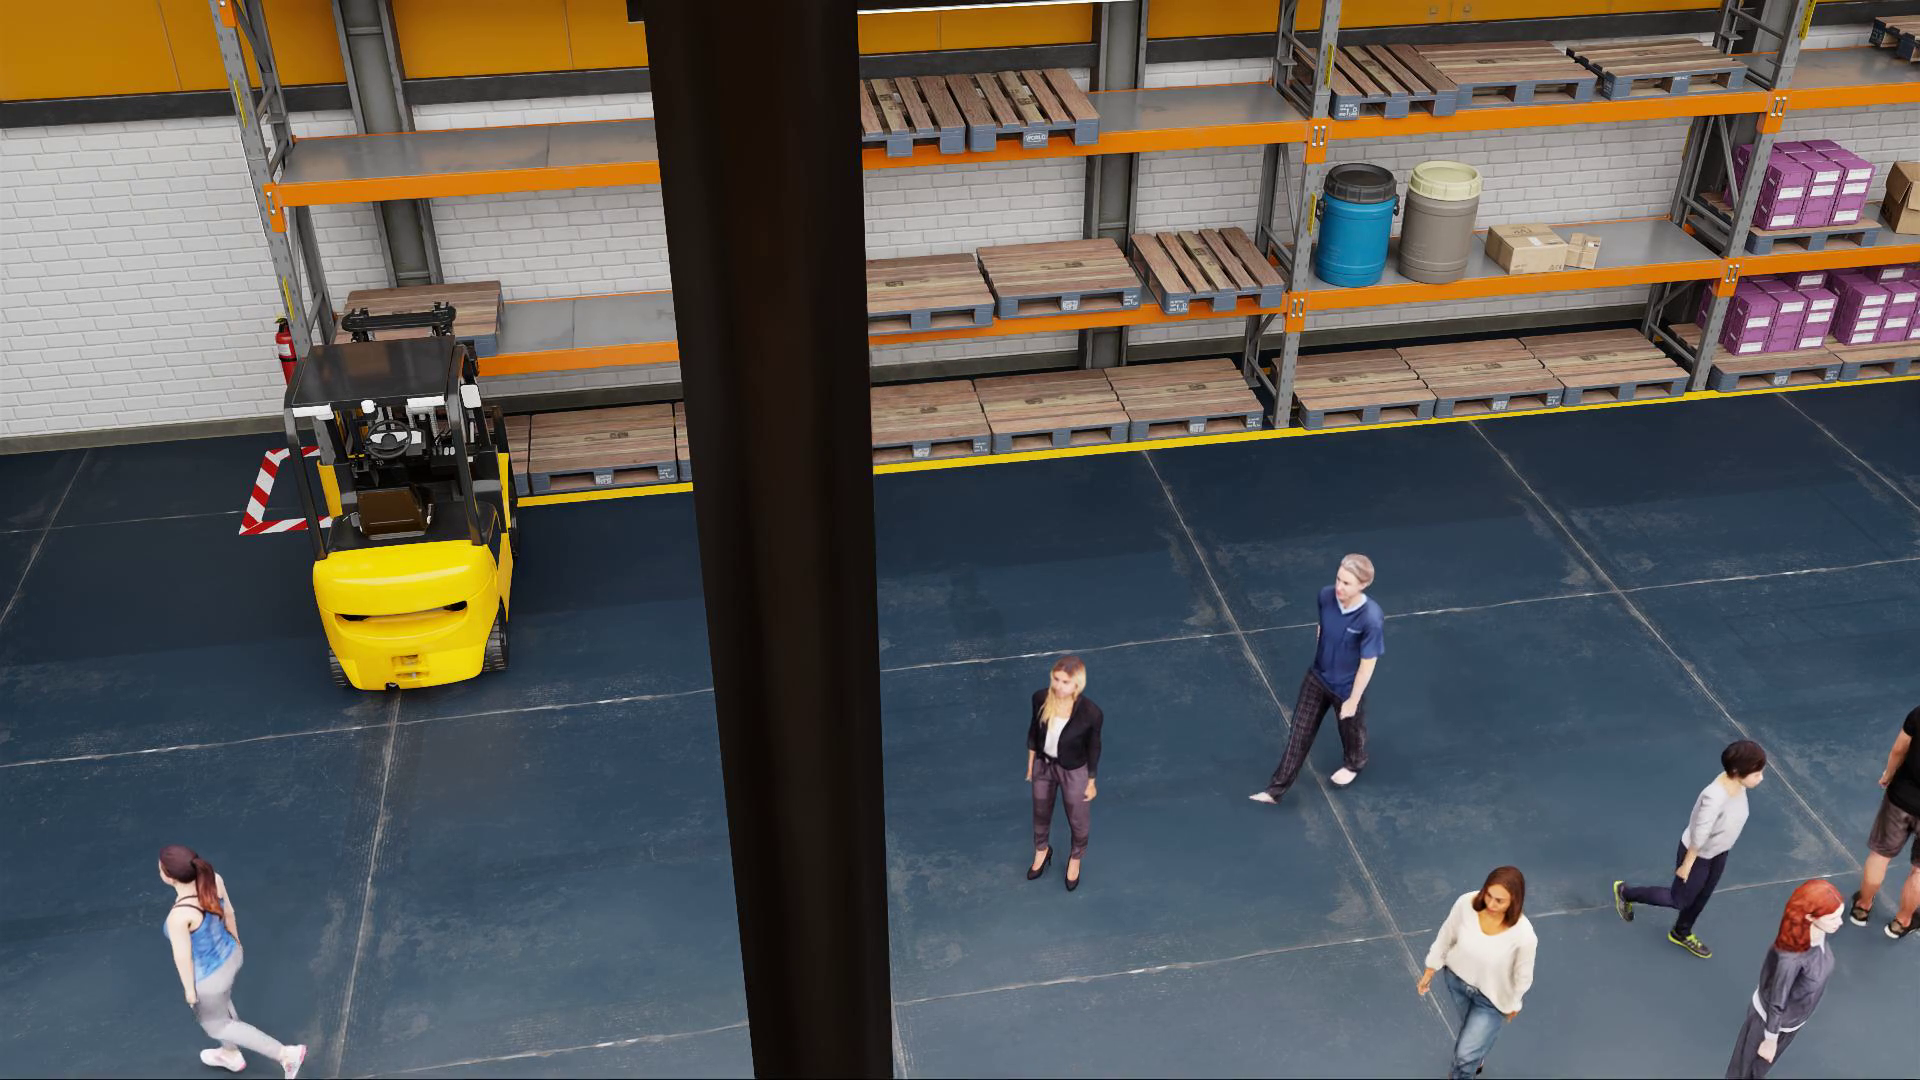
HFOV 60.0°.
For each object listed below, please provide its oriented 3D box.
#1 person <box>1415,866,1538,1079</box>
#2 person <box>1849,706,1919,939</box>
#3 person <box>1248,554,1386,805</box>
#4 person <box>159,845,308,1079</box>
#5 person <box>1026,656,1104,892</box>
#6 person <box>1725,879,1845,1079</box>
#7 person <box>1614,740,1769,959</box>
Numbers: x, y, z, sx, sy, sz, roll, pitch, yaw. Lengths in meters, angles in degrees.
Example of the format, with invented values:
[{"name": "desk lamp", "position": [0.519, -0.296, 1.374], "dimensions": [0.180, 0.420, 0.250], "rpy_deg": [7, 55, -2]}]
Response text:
[{"name": "person", "position": [2.672, 2.215, 8.389], "dimensions": [0.973, 1.658, 0.845], "rpy_deg": [-22, 40, -30]}, {"name": "person", "position": [5.366, 1.487, 9.303], "dimensions": [0.803, 1.859, 0.833], "rpy_deg": [29, 43, 36]}, {"name": "person", "position": [2.410, 0.843, 10.300], "dimensions": [1.267, 1.827, 1.053], "rpy_deg": [-24, 41, -32]}, {"name": "person", "position": [-3.753, 2.198, 8.473], "dimensions": [0.993, 1.592, 0.762], "rpy_deg": [6, 34, 8]}, {"name": "person", "position": [0.602, 1.352, 9.675], "dimensions": [0.652, 1.672, 0.740], "rpy_deg": [16, 37, 22]}, {"name": "person", "position": [3.975, 2.330, 8.106], "dimensions": [0.713, 1.780, 0.629], "rpy_deg": [26, 42, 34]}, {"name": "person", "position": [4.093, 1.684, 9.299], "dimensions": [0.853, 1.534, 0.864], "rpy_deg": [-29, 43, -36]}]
